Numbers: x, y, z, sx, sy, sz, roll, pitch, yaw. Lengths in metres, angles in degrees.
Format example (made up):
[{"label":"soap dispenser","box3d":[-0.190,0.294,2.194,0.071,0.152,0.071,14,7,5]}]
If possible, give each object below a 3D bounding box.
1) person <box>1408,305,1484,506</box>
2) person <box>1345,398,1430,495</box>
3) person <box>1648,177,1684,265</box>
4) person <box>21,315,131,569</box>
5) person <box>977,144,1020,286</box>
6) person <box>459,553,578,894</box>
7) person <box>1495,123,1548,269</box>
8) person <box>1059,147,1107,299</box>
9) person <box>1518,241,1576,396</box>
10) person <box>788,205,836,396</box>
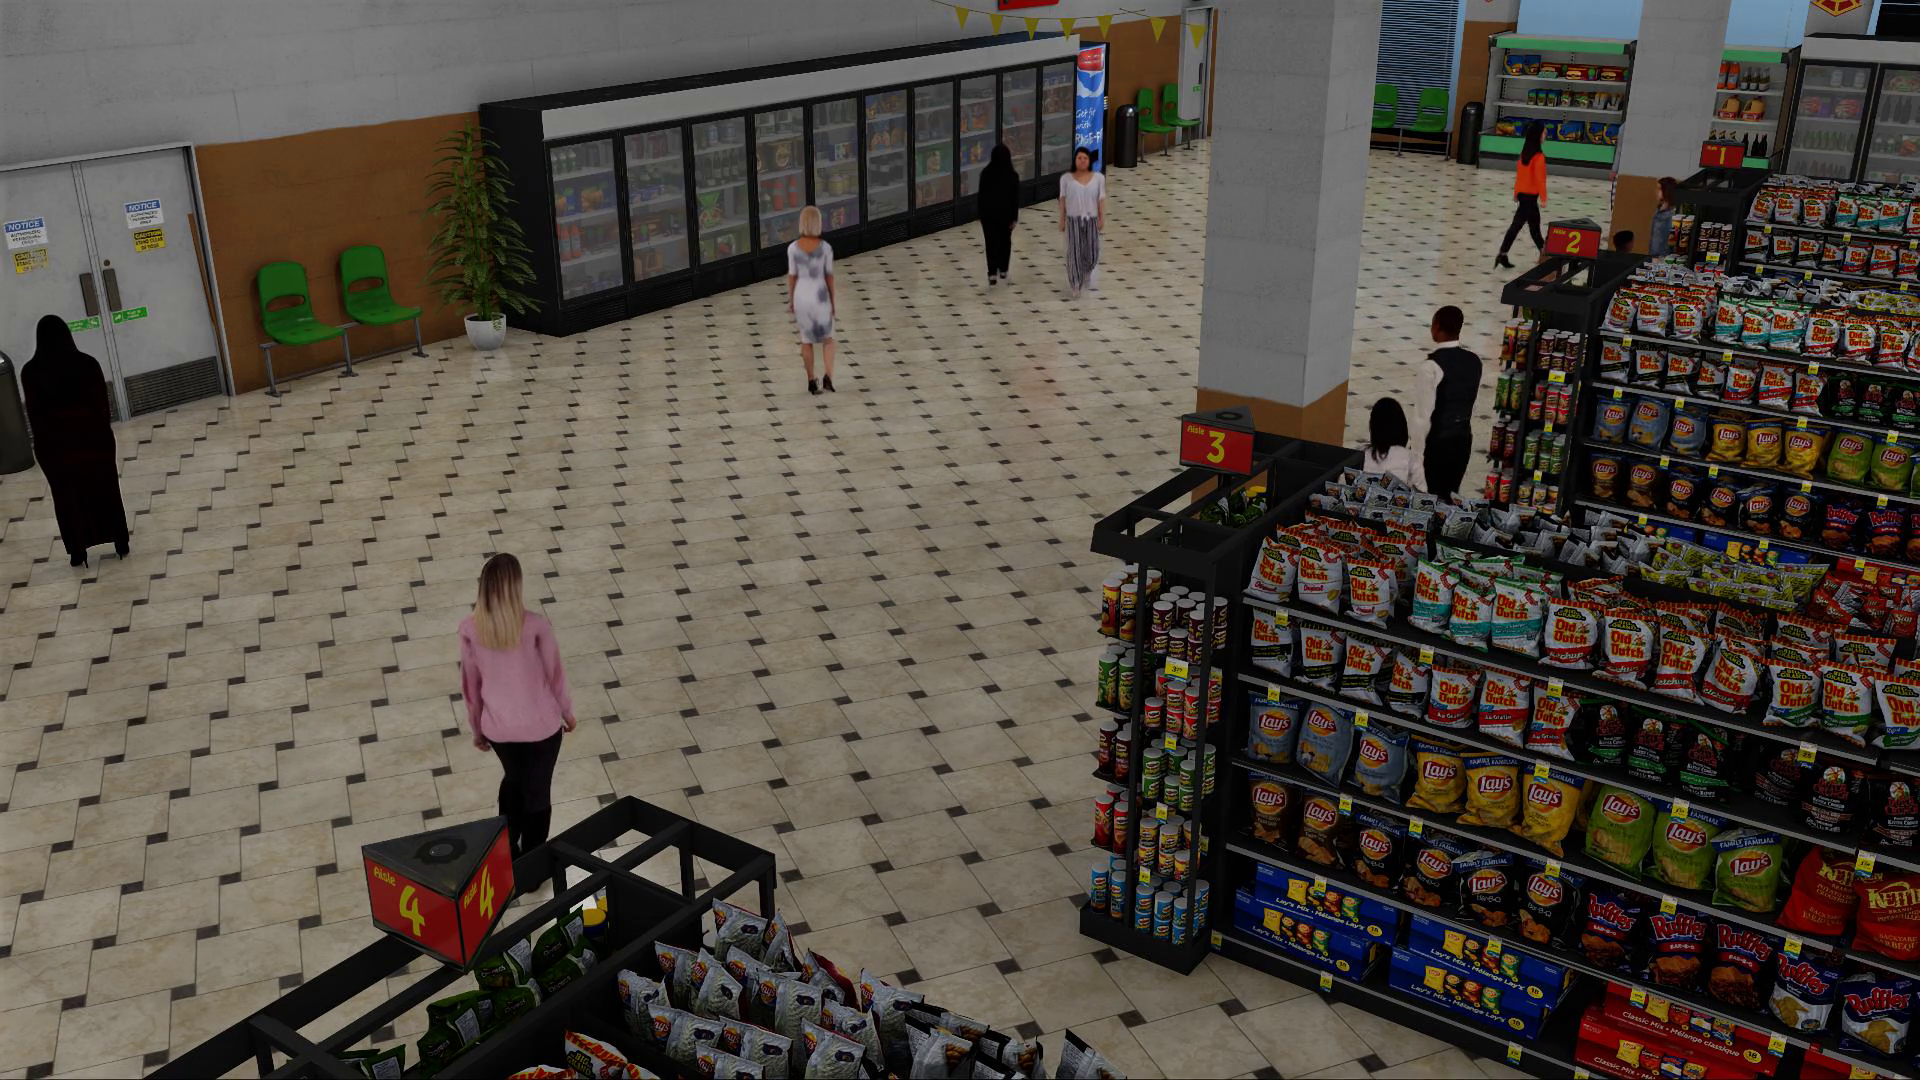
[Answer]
[{"label":"person","box3d":[3.186,-0.551,10.833,0.827,1.905,0.871,-10,24,-23]},{"label":"person","box3d":[2.465,-0.012,9.892,0.819,1.607,0.757,18,28,37]},{"label":"person","box3d":[7.158,-2.800,16.731,0.923,1.681,0.853,-1,22,-3]},{"label":"person","box3d":[-6.029,-0.672,11.333,0.729,1.757,0.694,-18,28,-37]},{"label":"person","box3d":[0.421,-3.685,19.069,1.137,1.581,1.081,1,22,2]},{"label":"person","box3d":[-2.034,0.877,7.587,0.649,1.675,0.754,3,22,8]},{"label":"person","box3d":[6.678,-4.060,19.831,1.155,1.708,1.036,-1,22,-4]},{"label":"person","box3d":[1.374,-3.595,18.738,1.046,1.660,1.044,1,22,2]},{"label":"person","box3d":[4.652,-1.564,13.480,0.679,1.811,0.677,17,27,36]},{"label":"person","box3d":[-1.330,-2.125,14.965,0.727,1.744,0.788,0,22,0]}]
